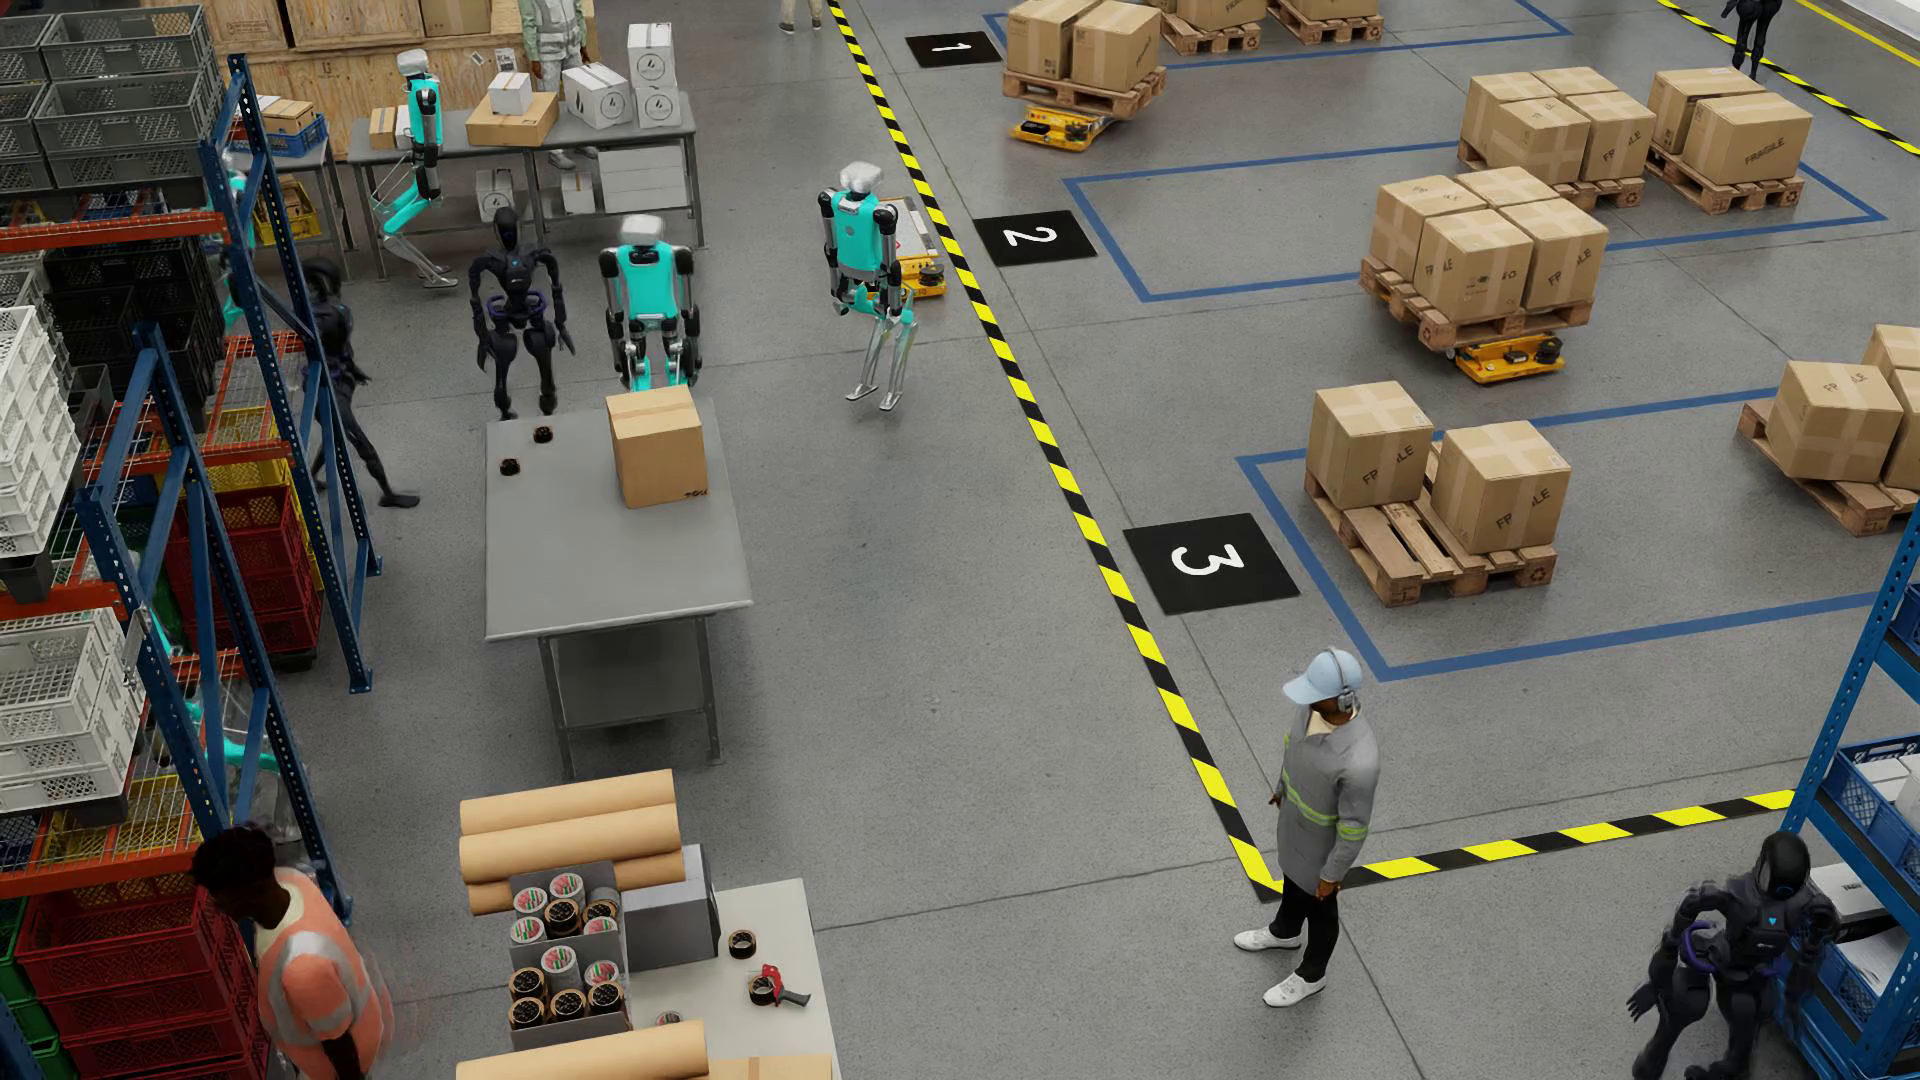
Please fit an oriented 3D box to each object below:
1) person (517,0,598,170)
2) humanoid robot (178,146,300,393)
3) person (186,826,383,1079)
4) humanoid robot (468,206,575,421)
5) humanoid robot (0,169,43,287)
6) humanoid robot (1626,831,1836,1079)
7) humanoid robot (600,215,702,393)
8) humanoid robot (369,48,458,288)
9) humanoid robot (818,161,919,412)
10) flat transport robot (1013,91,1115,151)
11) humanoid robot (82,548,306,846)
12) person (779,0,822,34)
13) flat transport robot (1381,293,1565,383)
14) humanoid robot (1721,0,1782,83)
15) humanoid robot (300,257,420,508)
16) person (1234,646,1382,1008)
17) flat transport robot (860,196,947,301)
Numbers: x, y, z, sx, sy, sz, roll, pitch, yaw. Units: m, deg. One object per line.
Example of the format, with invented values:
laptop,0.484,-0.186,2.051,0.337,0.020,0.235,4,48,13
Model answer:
person,-3.263,-3.991,13.520,0.413,1.939,0.603,25,44,30
humanoid robot,-4.799,-1.547,10.417,0.964,1.770,0.542,-19,41,-24
person,-2.242,1.745,5.807,0.484,1.936,0.634,-17,40,-22
humanoid robot,-2.694,-1.309,10.138,0.604,1.647,0.476,-14,39,-19
humanoid robot,-6.245,-1.880,10.898,0.434,1.641,0.600,13,38,16
humanoid robot,2.831,1.637,6.171,0.611,1.638,0.384,3,37,4
humanoid robot,-1.747,-0.938,9.542,0.532,1.730,0.742,-3,37,-3
humanoid robot,-3.907,-2.562,11.654,0.735,1.677,0.533,-13,39,-17
humanoid robot,-0.483,-1.626,10.400,0.533,1.672,0.735,20,41,25
flat transport robot,1.072,-3.832,14.681,0.652,0.197,1.431,17,40,22
humanoid robot,-3.293,0.761,7.285,0.966,1.738,0.539,-5,37,-7
person,-1.604,-5.809,16.109,0.564,1.762,0.405,-11,38,-14
flat transport robot,3.549,-1.571,11.642,0.652,0.197,1.431,-11,38,-14
humanoid robot,7.166,-4.884,14.926,0.599,1.657,0.315,-15,39,-19
humanoid robot,-3.660,-0.890,9.627,0.770,1.633,0.609,-3,37,-4
person,1.397,1.147,6.688,0.392,1.851,0.587,-8,37,-10
flat transport robot,-0.570,-2.220,12.538,0.659,0.231,1.431,-8,37,-10
